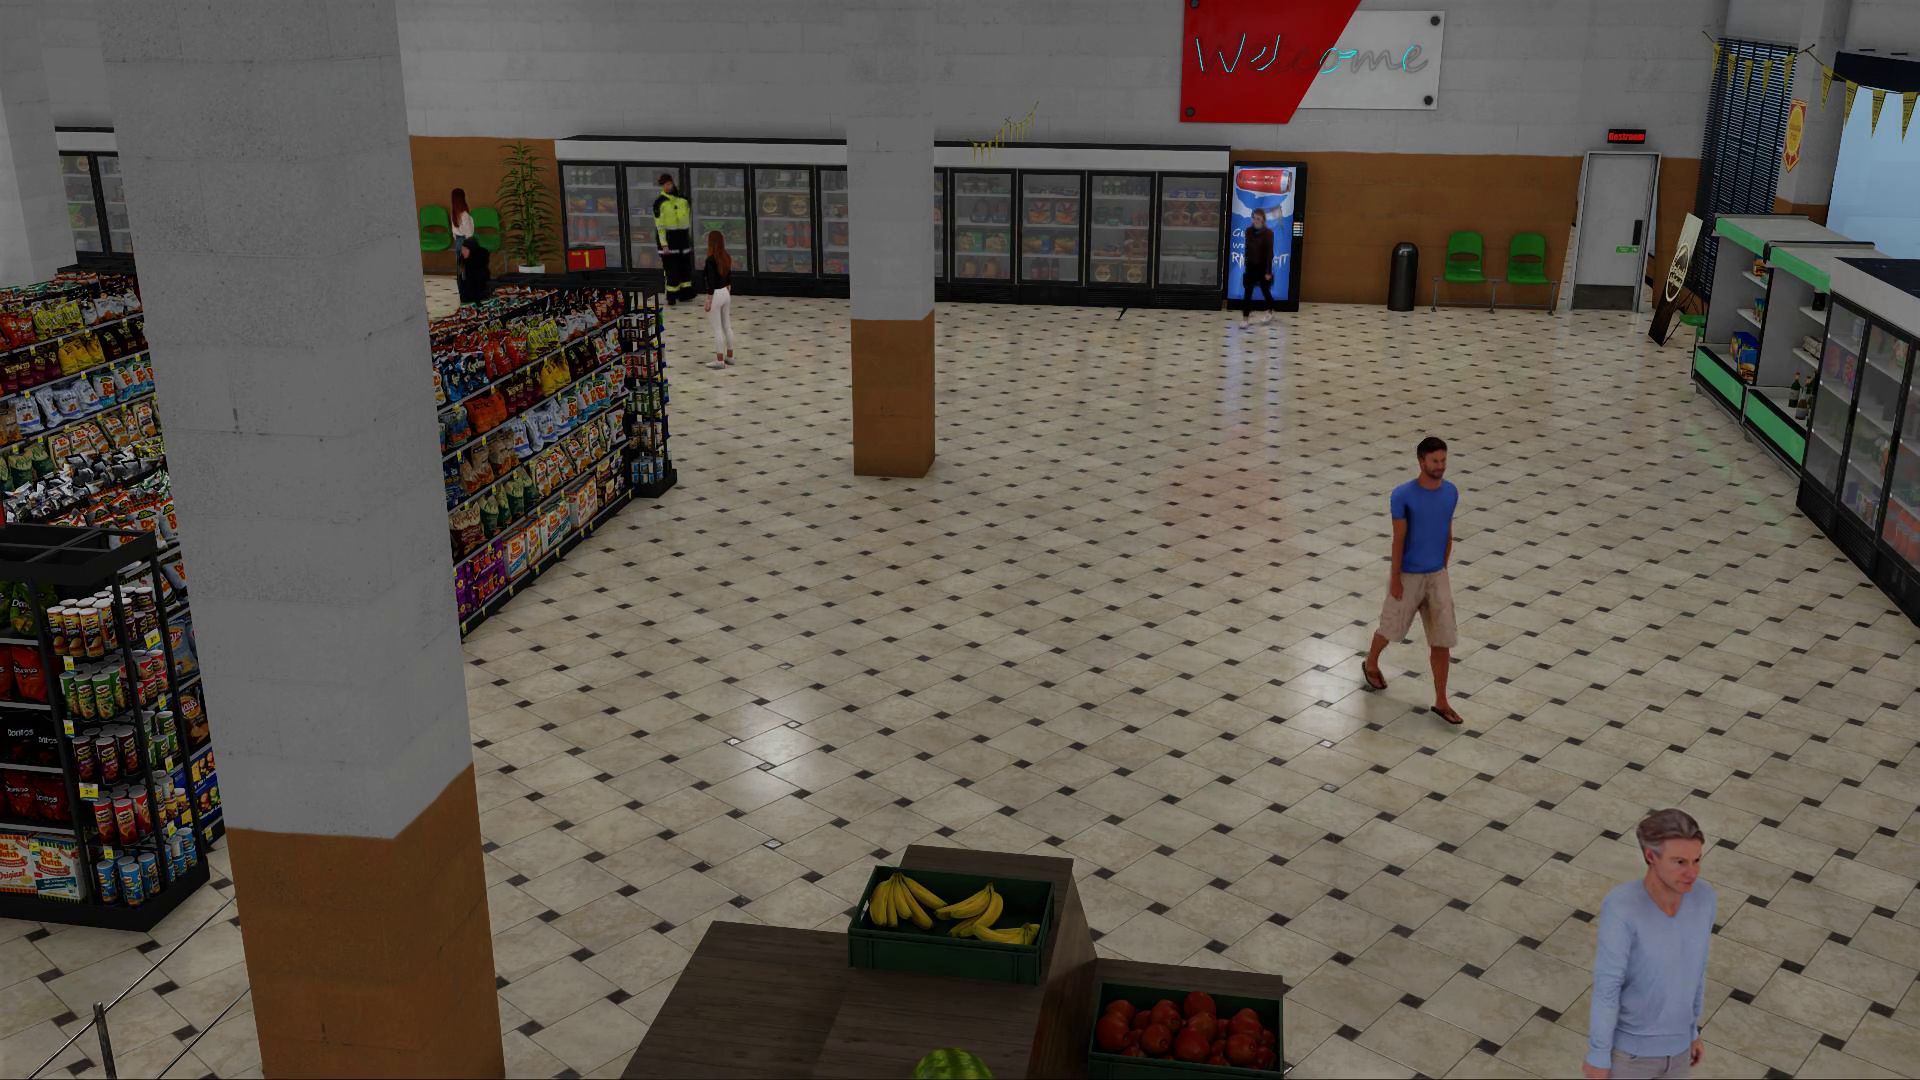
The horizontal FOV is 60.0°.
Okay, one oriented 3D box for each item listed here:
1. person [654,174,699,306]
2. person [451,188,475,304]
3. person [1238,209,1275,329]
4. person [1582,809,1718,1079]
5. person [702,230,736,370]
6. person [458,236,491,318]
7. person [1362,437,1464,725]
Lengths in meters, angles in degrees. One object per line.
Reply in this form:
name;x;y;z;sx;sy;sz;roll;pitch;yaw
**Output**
person;-4.228;-4.478;24.731;1.100;1.946;0.918;11;21;28
person;-7.362;-4.348;24.687;0.655;1.728;0.679;17;25;42
person;4.175;-3.756;23.069;0.947;1.639;1.230;13;22;33
person;2.487;1.835;6.091;0.758;1.892;0.751;-7;20;-19
person;-3.012;-3.008;20.750;0.734;1.703;0.572;10;21;27
person;-5.895;-2.919;20.543;0.880;1.667;0.828;-16;24;-39
person;2.978;0.209;11.022;0.953;1.824;1.283;-4;19;-11
